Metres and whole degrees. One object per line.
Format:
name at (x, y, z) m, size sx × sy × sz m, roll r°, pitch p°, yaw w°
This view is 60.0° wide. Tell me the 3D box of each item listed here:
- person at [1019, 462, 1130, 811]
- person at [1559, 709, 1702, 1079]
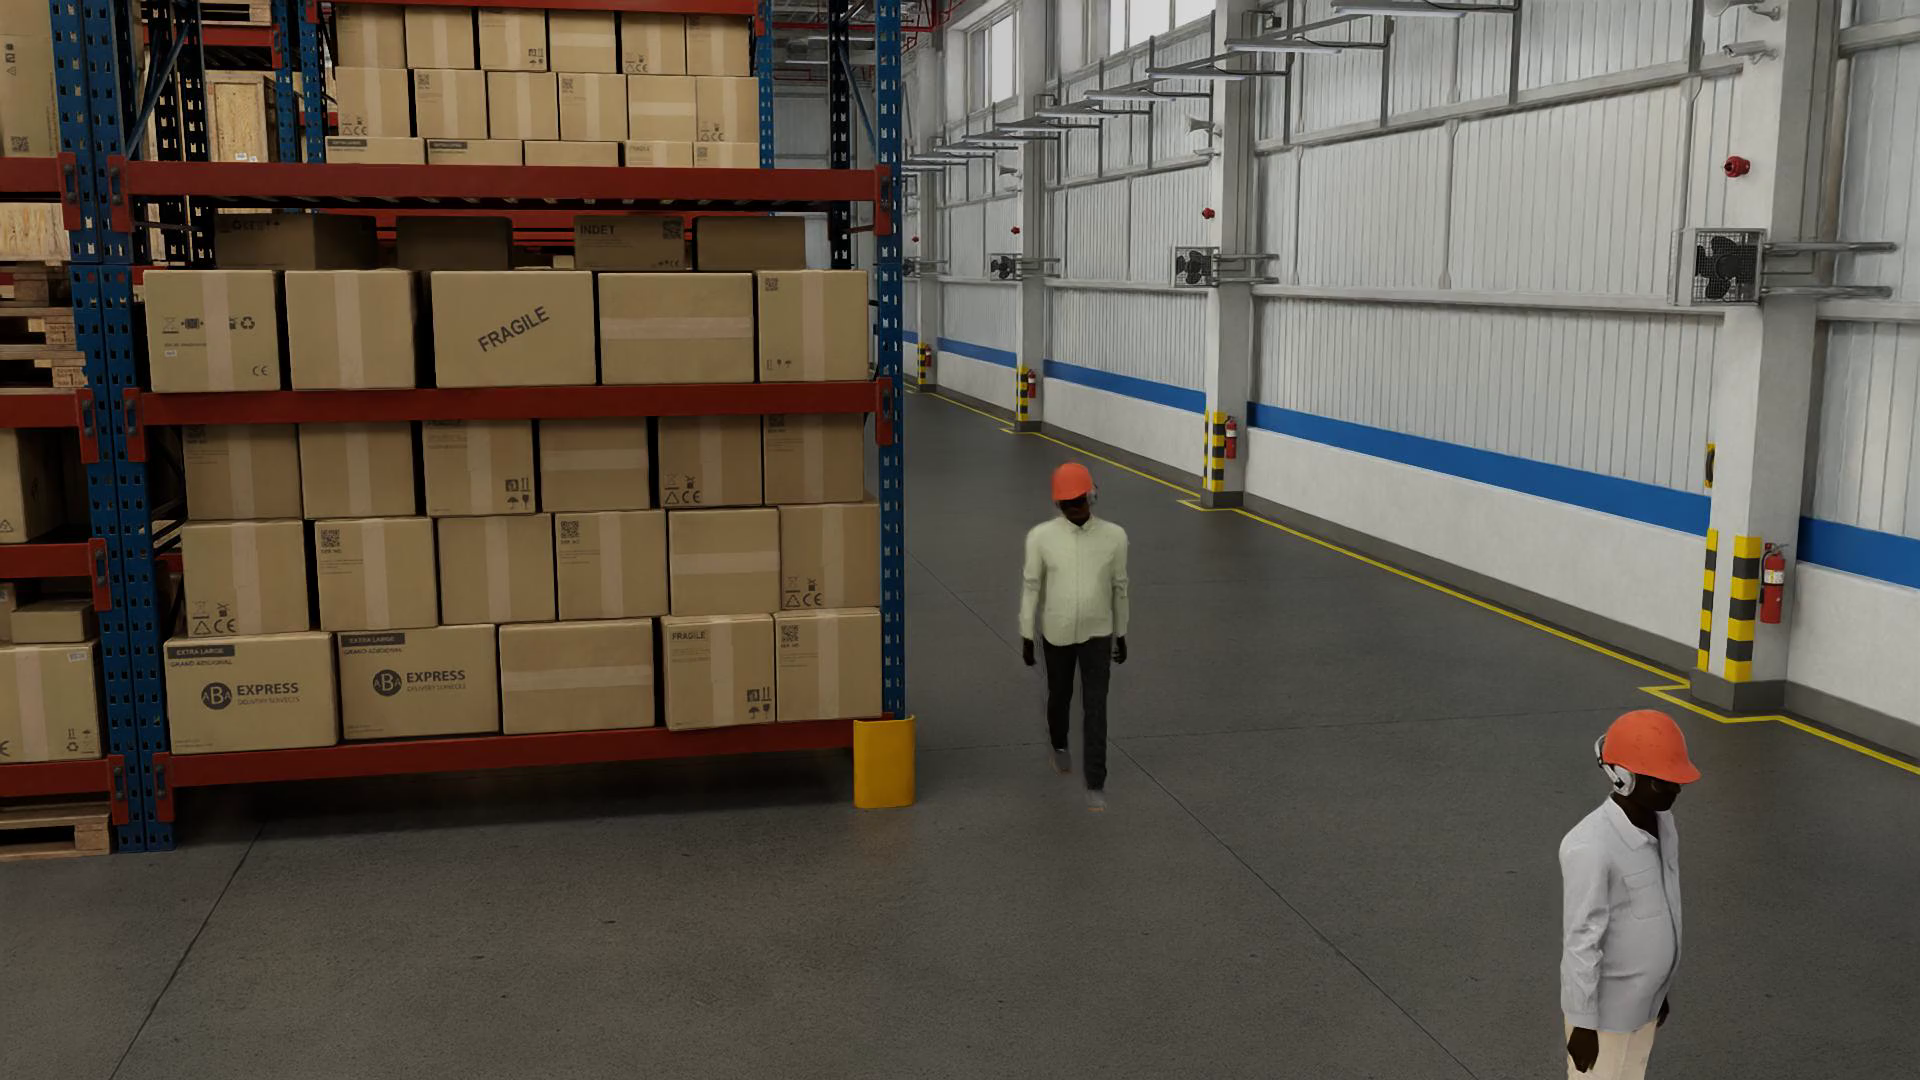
person at (0.655, 0.502, 9.626) m, size 0.639 × 1.954 × 0.935 m, roll 0°, pitch 9°, yaw -2°
person at (1.992, 1.354, 4.974) m, size 0.573 × 1.749 × 0.343 m, roll -9°, pitch 13°, yaw -44°
